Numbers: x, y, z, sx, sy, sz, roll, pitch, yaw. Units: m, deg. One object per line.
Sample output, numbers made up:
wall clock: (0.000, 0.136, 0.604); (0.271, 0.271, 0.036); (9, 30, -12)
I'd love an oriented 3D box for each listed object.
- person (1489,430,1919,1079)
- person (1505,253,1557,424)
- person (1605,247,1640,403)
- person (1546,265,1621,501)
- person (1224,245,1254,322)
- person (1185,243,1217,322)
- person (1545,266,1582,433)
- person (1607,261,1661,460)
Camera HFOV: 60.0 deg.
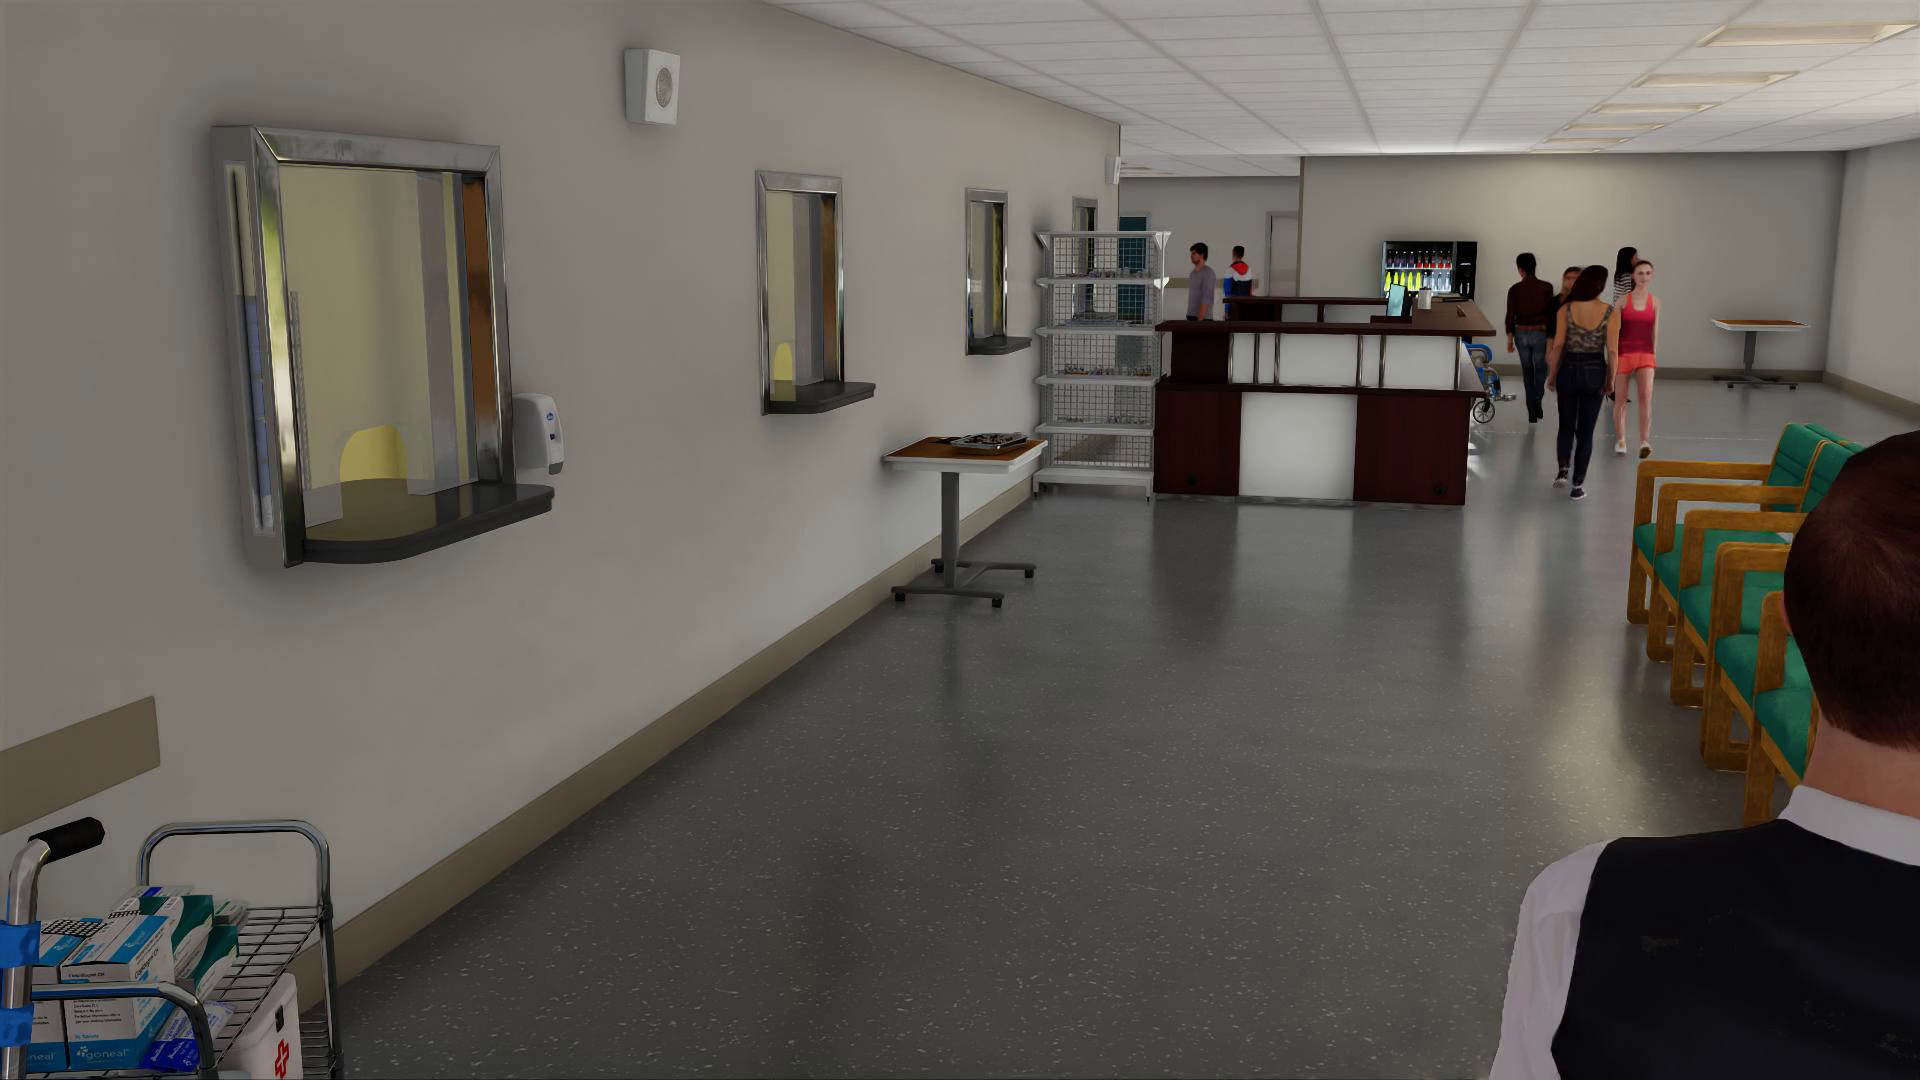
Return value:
person: (0.550, 0.894, 1.177); (1.126, 1.910, 0.989); (7, 13, 33)
person: (5.888, -2.055, 17.155); (0.777, 1.747, 0.781); (5, 12, 24)
person: (7.708, -2.507, 19.358); (0.556, 1.797, 0.619); (0, 11, 1)
person: (4.644, -1.168, 12.466); (0.659, 1.752, 0.768); (5, 12, 25)
person: (4.082, -3.382, 24.152); (0.966, 1.746, 0.998); (-5, 12, -24)
person: (2.987, -2.647, 20.115); (1.235, 1.806, 1.111); (-5, 12, -24)
person: (5.927, -1.798, 16.125); (1.056, 1.626, 0.837); (5, 12, 26)
person: (5.943, -1.578, 14.735); (1.042, 1.712, 0.620); (3, 11, 16)
